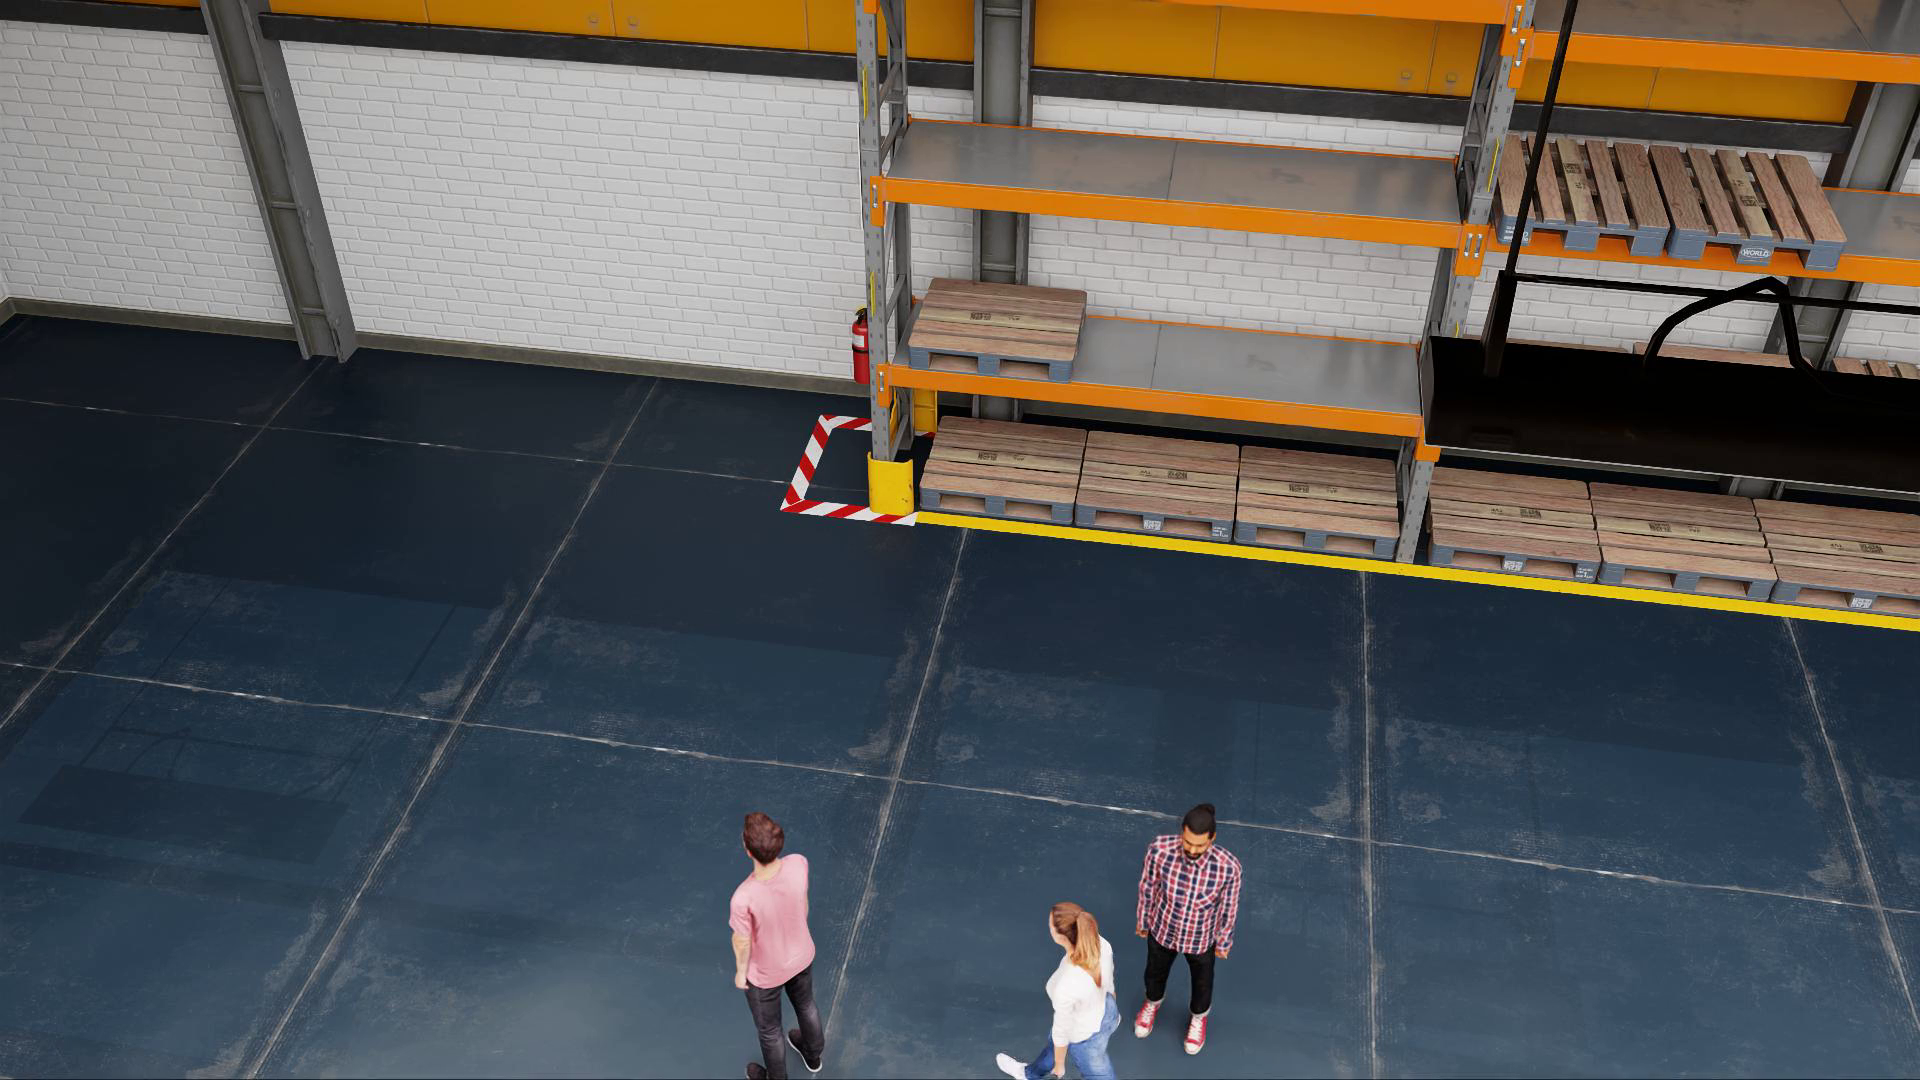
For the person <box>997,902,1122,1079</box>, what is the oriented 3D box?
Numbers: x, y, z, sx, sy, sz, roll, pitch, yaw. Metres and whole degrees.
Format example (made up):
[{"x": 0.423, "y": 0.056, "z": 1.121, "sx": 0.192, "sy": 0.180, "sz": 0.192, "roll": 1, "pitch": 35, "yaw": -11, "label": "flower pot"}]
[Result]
[{"x": 0.716, "y": 2.498, "z": 8.233, "sx": 1.352, "sy": 1.646, "sz": 0.939, "roll": 18, "pitch": 42, "yaw": 21, "label": "person"}]

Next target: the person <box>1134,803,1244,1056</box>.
[{"x": 1.185, "y": 2.018, "z": 8.745, "sx": 0.563, "sy": 1.756, "sz": 0.774, "roll": 12, "pitch": 40, "yaw": 15, "label": "person"}]

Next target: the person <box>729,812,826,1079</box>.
[{"x": -0.926, "y": 2.125, "z": 8.451, "sx": 0.714, "sy": 1.957, "sz": 0.696, "roll": 30, "pitch": 48, "yaw": 32, "label": "person"}]
